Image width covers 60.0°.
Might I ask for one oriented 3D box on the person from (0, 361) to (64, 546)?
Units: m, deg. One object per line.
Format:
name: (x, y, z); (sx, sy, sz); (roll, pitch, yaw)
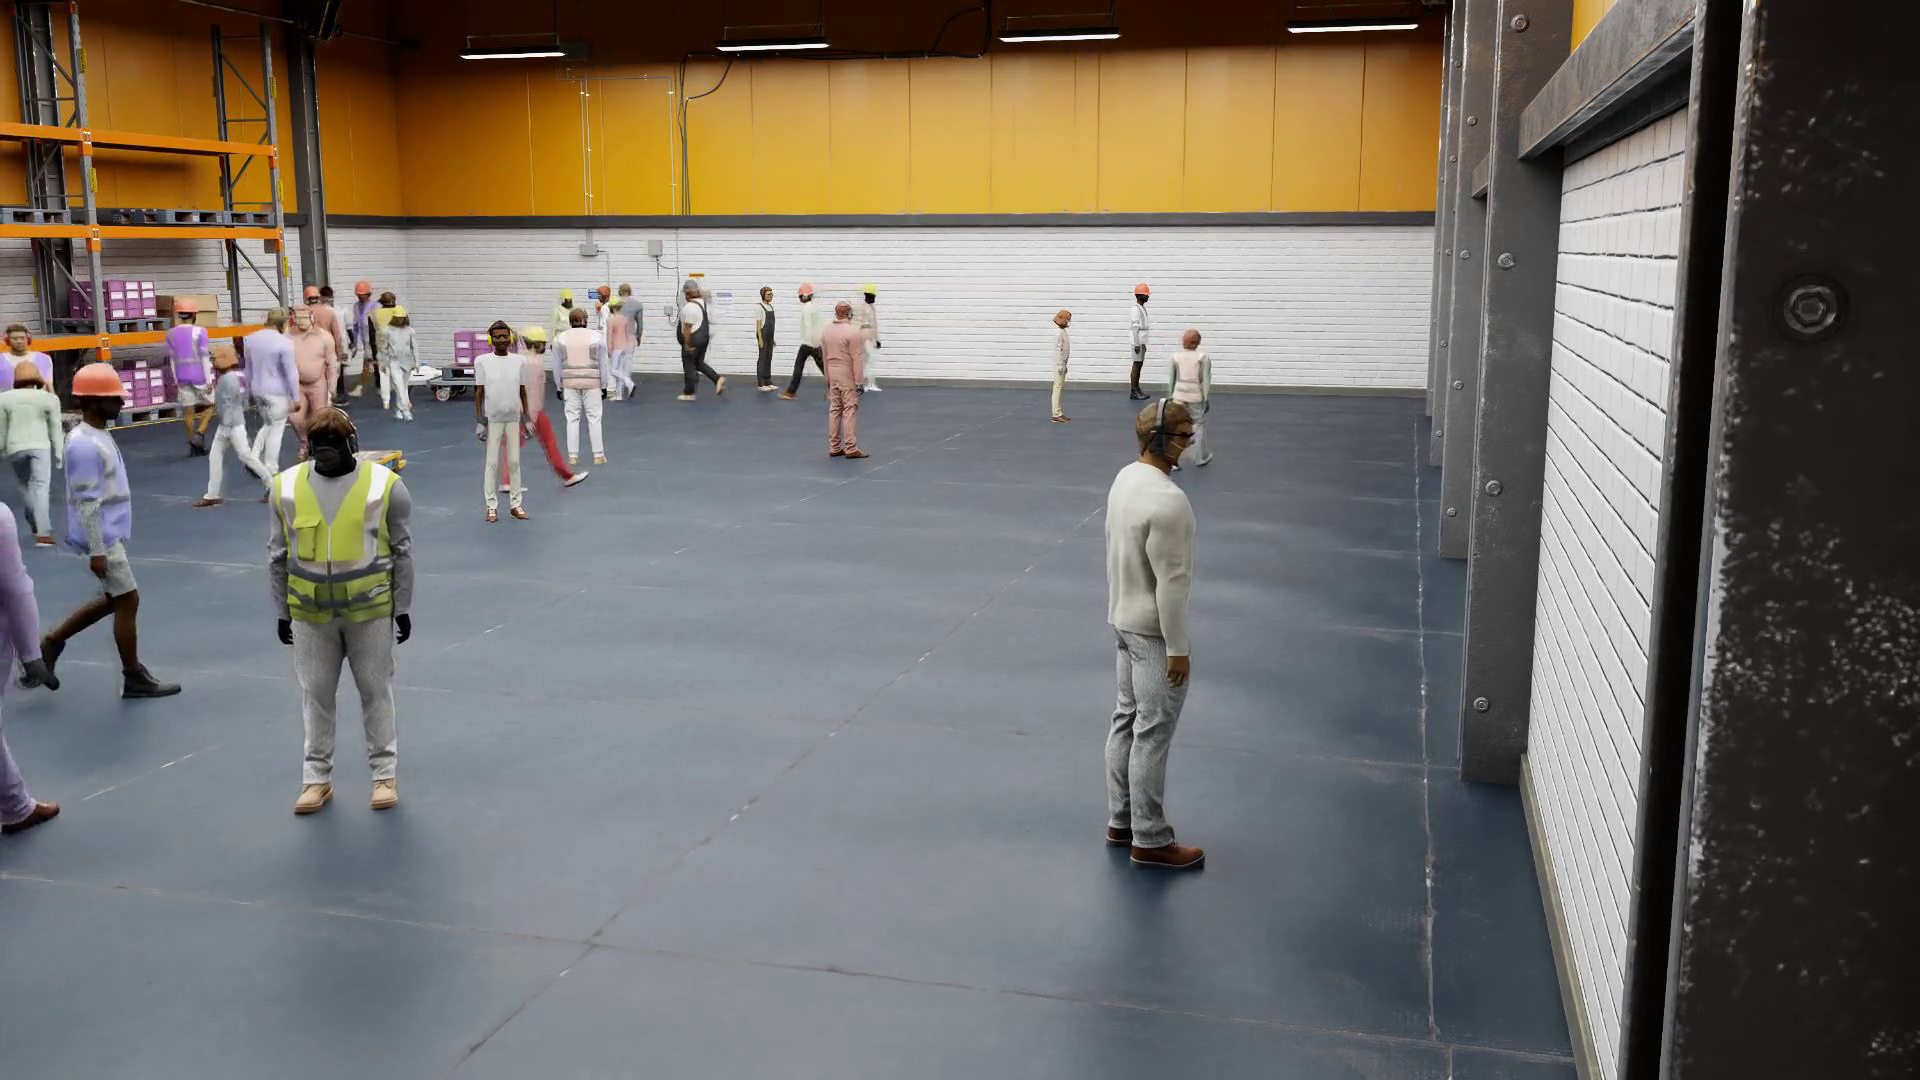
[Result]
person: (-8.031, -0.758, 14.392); (0.513, 1.553, 0.939); (-3, 11, -18)

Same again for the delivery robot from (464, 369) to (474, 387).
delivery robot: (-8.539, -2.867, 28.927); (0.707, 0.478, 0.477); (-6, 12, -32)

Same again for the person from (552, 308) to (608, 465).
person: (-4.429, -1.792, 19.480); (0.619, 1.839, 0.430); (-1, 10, -6)

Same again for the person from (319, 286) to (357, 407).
person: (-9.962, -3.059, 26.402); (0.627, 1.915, 0.864); (0, 10, 2)

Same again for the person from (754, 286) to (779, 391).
person: (-3.423, -3.556, 29.439); (0.346, 1.846, 0.507); (4, 11, 22)

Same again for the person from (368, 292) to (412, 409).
person: (-8.979, -2.988, 26.245); (0.624, 1.841, 0.430); (-2, 10, -9)

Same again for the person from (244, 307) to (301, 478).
person: (-7.418, -1.558, 17.954); (0.649, 1.911, 0.443); (5, 11, 25)

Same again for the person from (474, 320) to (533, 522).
person: (-4.247, -1.107, 15.499); (0.519, 1.873, 0.328); (-6, 12, -30)

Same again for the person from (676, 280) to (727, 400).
person: (-4.343, -3.324, 27.572); (0.759, 2.000, 0.687); (4, 11, 20)

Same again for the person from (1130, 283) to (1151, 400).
person: (3.021, -3.313, 27.804); (0.357, 1.937, 0.551); (3, 10, 17)

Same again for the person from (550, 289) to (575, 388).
person: (-6.982, -3.583, 29.764); (0.933, 1.778, 0.618); (5, 11, 26)

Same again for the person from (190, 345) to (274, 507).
person: (-7.151, -1.125, 16.395); (0.832, 1.598, 0.514); (-7, 12, -35)

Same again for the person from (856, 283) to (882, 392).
person: (-1.534, -3.535, 29.136); (0.681, 1.903, 0.621); (4, 11, 20)

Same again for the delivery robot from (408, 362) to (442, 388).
delivery robot: (-9.228, -2.823, 28.676); (0.707, 0.478, 0.477); (-4, 11, -24)

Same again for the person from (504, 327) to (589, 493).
person: (-4.390, -1.358, 17.351); (0.909, 1.708, 0.529); (-8, 13, -38)

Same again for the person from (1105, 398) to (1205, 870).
person: (0.797, 0.383, 6.871); (0.356, 1.936, 0.638); (-3, 10, -14)

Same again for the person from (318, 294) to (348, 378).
person: (-9.999, -2.999, 26.210); (0.674, 1.874, 0.815); (1, 10, 8)

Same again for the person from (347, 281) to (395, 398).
person: (-10.022, -3.414, 28.311); (0.625, 1.971, 1.044); (6, 12, 31)

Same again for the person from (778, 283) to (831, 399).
person: (-2.486, -3.301, 27.752); (1.070, 1.946, 0.609); (3, 10, 15)

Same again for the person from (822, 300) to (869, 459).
person: (-1.373, -1.941, 20.108); (0.409, 1.911, 0.651); (-9, 14, -43)

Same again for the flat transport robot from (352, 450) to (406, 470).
flat transport robot: (-6.670, -0.829, 18.453); (0.652, 0.197, 1.431); (-1, 10, -4)

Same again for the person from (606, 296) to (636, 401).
person: (-5.579, -3.142, 27.374); (0.550, 1.739, 0.536); (4, 11, 24)

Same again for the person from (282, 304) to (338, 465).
person: (-7.569, -1.793, 19.320); (0.681, 1.885, 0.422); (-2, 10, -14)

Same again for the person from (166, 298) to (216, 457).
person: (-9.299, -1.966, 20.187); (0.554, 1.925, 0.398); (2, 10, 9)

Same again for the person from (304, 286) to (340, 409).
person: (-9.764, -2.880, 25.326); (0.621, 1.956, 1.004); (-4, 11, -23)

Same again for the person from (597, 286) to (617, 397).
person: (-6.019, -3.386, 28.368); (0.355, 1.885, 0.575); (0, 10, 1)

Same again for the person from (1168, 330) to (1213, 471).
person: (2.659, -1.611, 19.131); (0.531, 1.596, 0.816); (4, 11, 23)

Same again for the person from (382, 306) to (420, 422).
person: (-8.194, -2.584, 24.376); (0.498, 1.694, 0.940); (-7, 12, -35)

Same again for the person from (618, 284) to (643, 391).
person: (-5.988, -3.627, 29.736); (0.645, 1.876, 0.952); (-2, 10, -11)

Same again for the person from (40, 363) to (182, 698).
person: (-4.871, -0.031, 9.298); (0.744, 1.918, 0.549); (-3, 11, -18)

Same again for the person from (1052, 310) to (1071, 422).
person: (1.484, -2.538, 24.275); (0.282, 1.633, 0.499); (2, 10, 10)

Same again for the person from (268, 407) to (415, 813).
person: (-2.790, 0.316, 7.524); (0.624, 1.844, 0.430); (-1, 10, -8)

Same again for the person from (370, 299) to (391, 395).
person: (-9.870, -3.296, 28.443); (0.523, 1.683, 0.498); (-4, 11, -21)

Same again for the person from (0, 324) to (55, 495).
person: (-9.282, -1.244, 16.493); (0.578, 1.807, 0.981); (-6, 12, -29)

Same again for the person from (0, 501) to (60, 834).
person: (-4.129, 0.424, 6.854); (0.652, 1.864, 0.997); (2, 10, 11)
